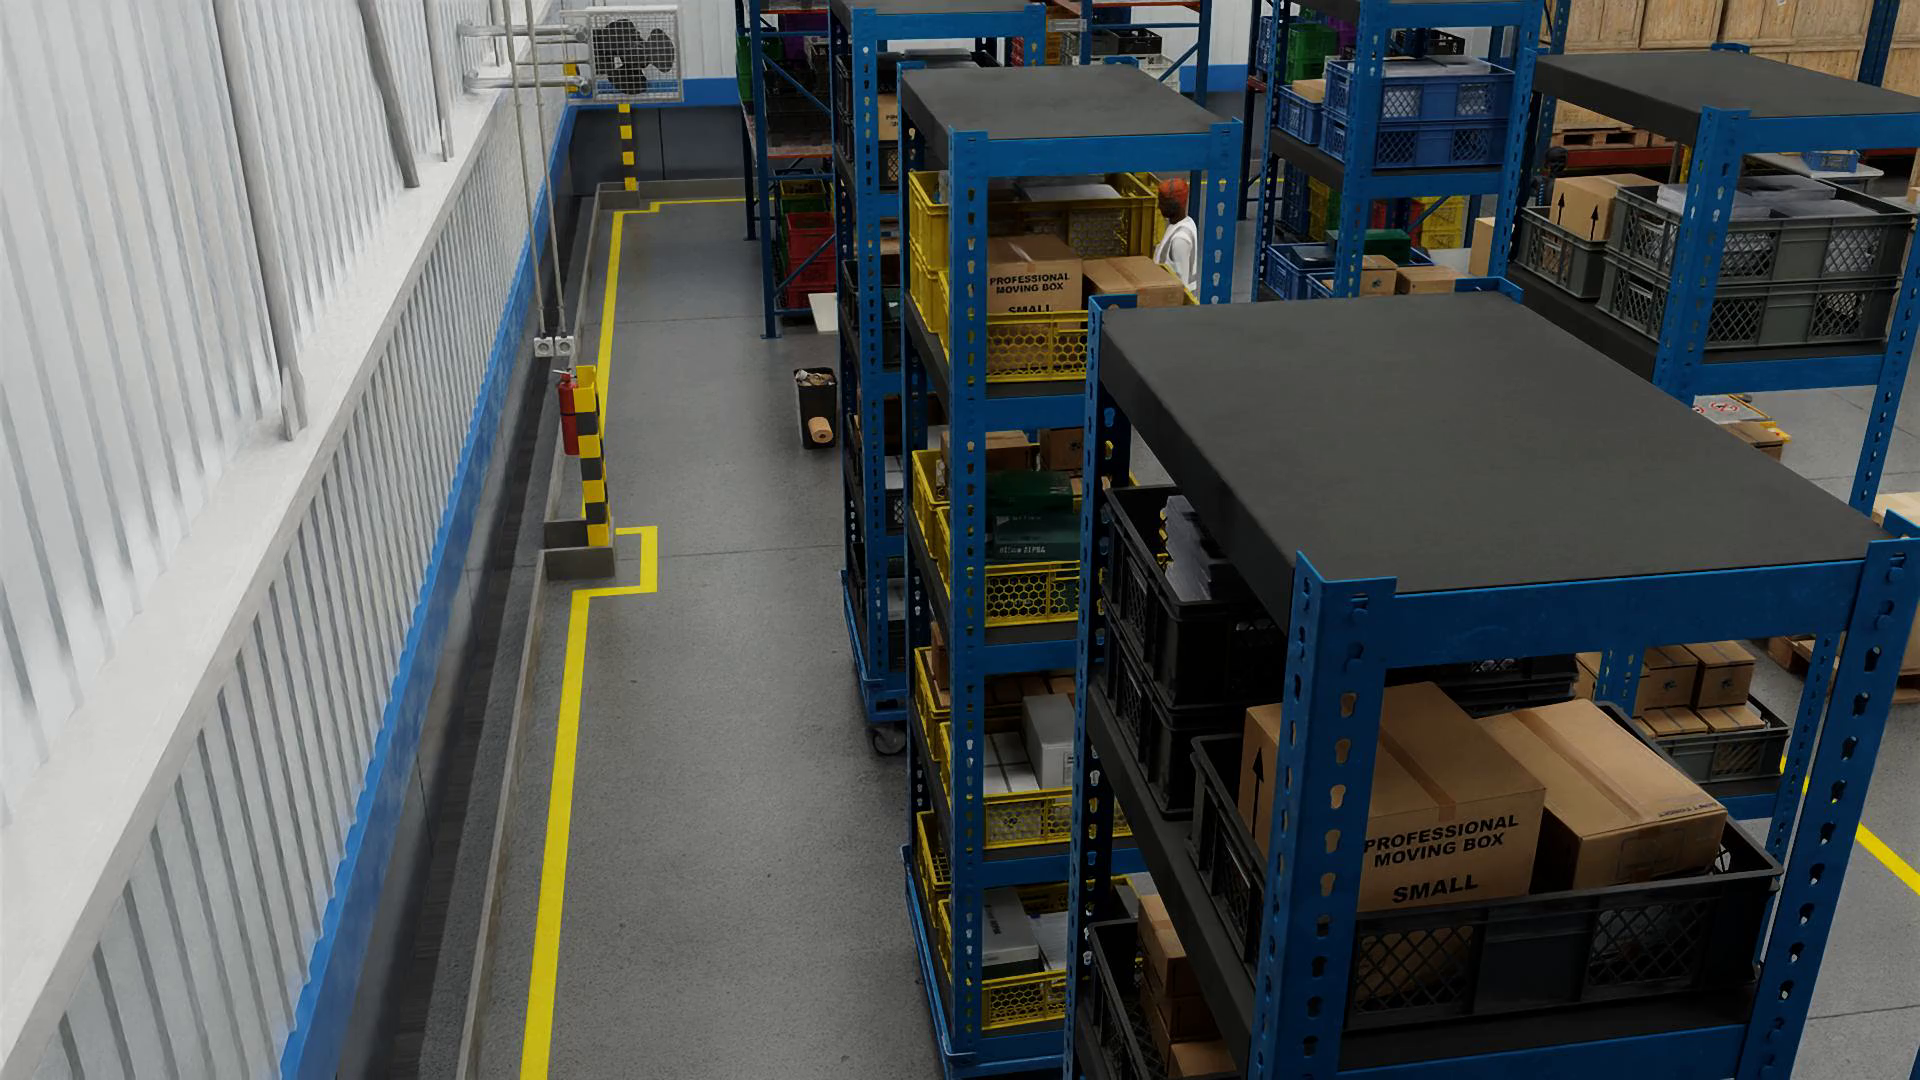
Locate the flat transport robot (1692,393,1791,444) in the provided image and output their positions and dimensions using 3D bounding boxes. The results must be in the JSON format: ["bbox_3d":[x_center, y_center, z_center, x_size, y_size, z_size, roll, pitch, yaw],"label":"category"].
[{"bbox_3d":[5.224,-0.859,12.132,1.431,0.197,0.652,-4,25,-8],"label":"flat transport robot"}]

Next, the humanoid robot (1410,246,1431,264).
[{"bbox_3d":[2.972,-1.134,11.076,0.573,1.652,0.328,6,25,13],"label":"humanoid robot"}]

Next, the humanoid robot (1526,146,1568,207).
[{"bbox_3d":[4.910,-2.473,13.972,0.330,1.657,0.584,-18,30,-35],"label":"humanoid robot"}]

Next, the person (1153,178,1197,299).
[{"bbox_3d":[1.529,-1.680,12.014,0.356,1.887,0.572,3,25,6],"label":"person"}]
